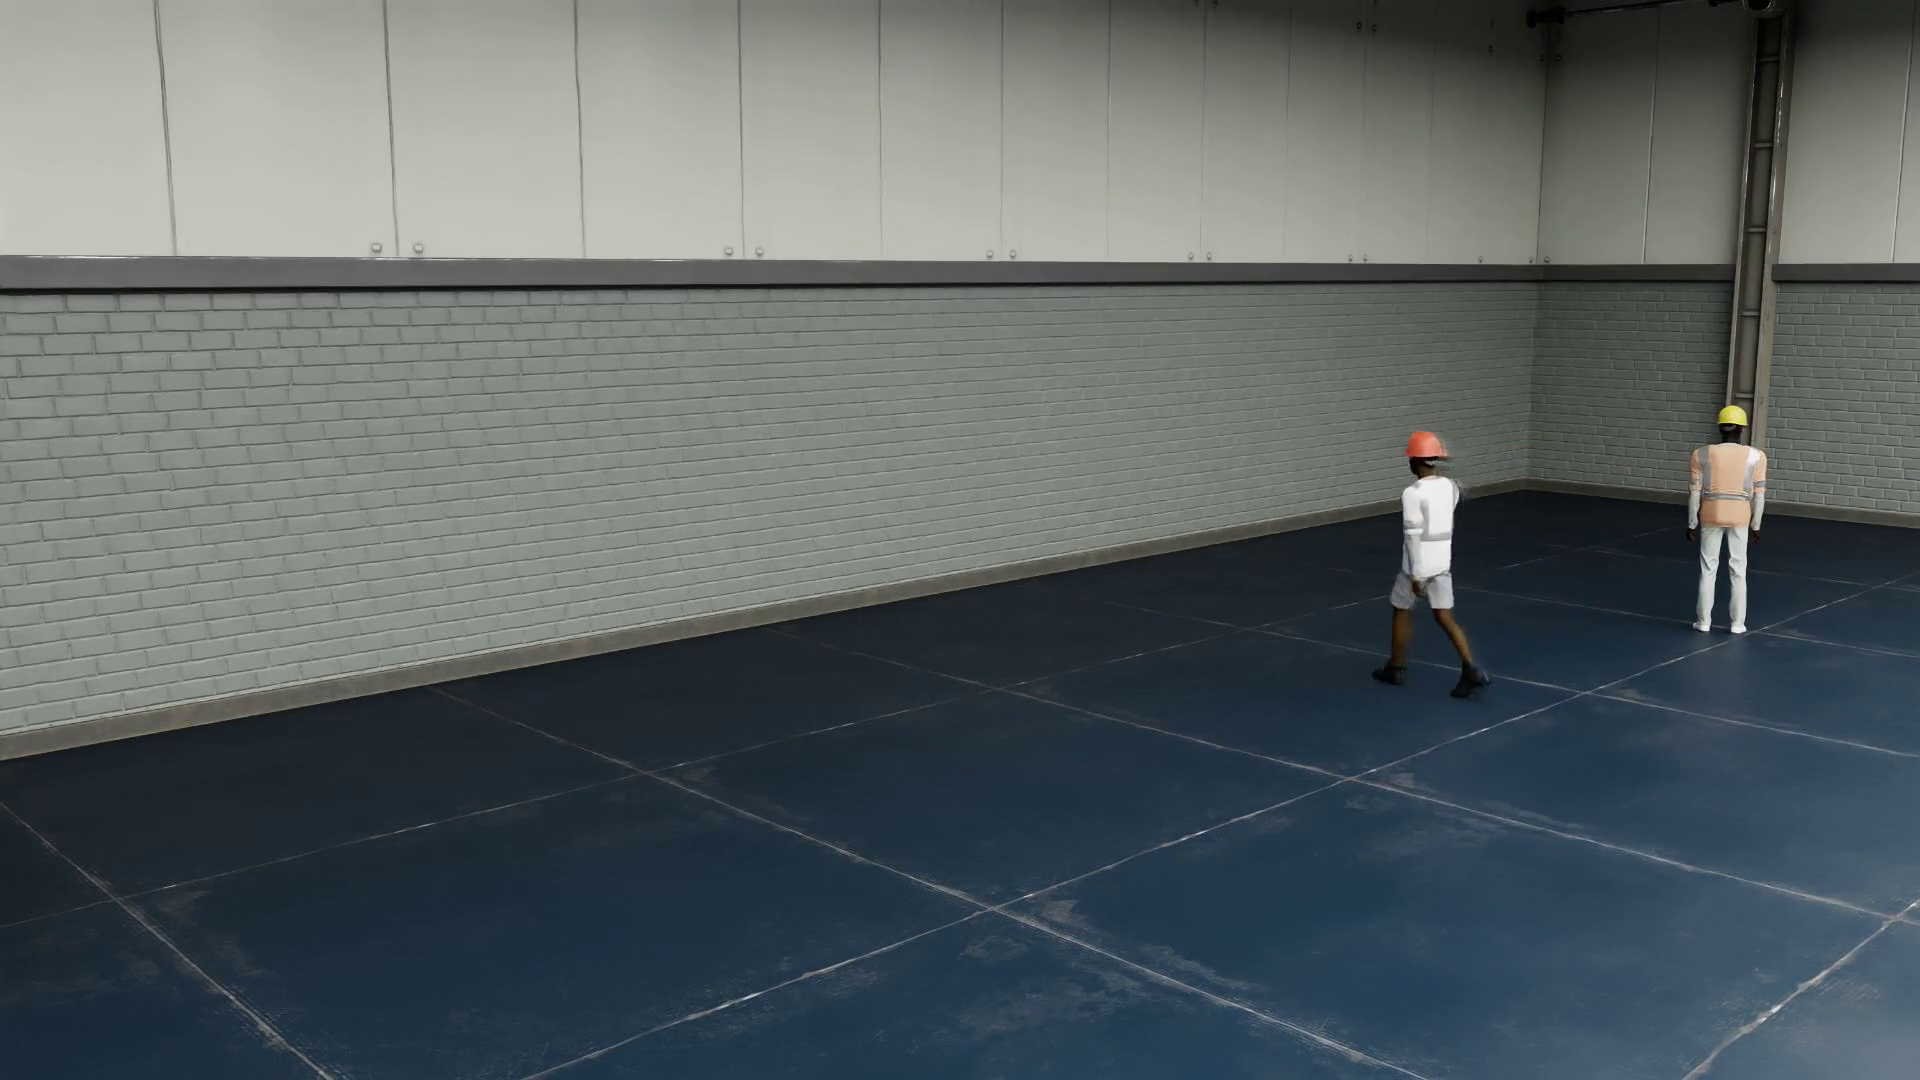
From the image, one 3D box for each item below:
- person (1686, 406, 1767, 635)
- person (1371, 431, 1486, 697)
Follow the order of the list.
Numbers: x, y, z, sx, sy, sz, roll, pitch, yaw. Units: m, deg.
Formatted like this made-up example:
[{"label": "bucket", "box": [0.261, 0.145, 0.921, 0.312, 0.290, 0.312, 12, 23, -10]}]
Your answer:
[{"label": "person", "box": [6.408, -0.163, 13.954, 0.589, 1.919, 0.391, 4, 10, 21]}, {"label": "person", "box": [3.405, 0.172, 11.958, 0.545, 1.907, 0.909, -5, 10, -29]}]
